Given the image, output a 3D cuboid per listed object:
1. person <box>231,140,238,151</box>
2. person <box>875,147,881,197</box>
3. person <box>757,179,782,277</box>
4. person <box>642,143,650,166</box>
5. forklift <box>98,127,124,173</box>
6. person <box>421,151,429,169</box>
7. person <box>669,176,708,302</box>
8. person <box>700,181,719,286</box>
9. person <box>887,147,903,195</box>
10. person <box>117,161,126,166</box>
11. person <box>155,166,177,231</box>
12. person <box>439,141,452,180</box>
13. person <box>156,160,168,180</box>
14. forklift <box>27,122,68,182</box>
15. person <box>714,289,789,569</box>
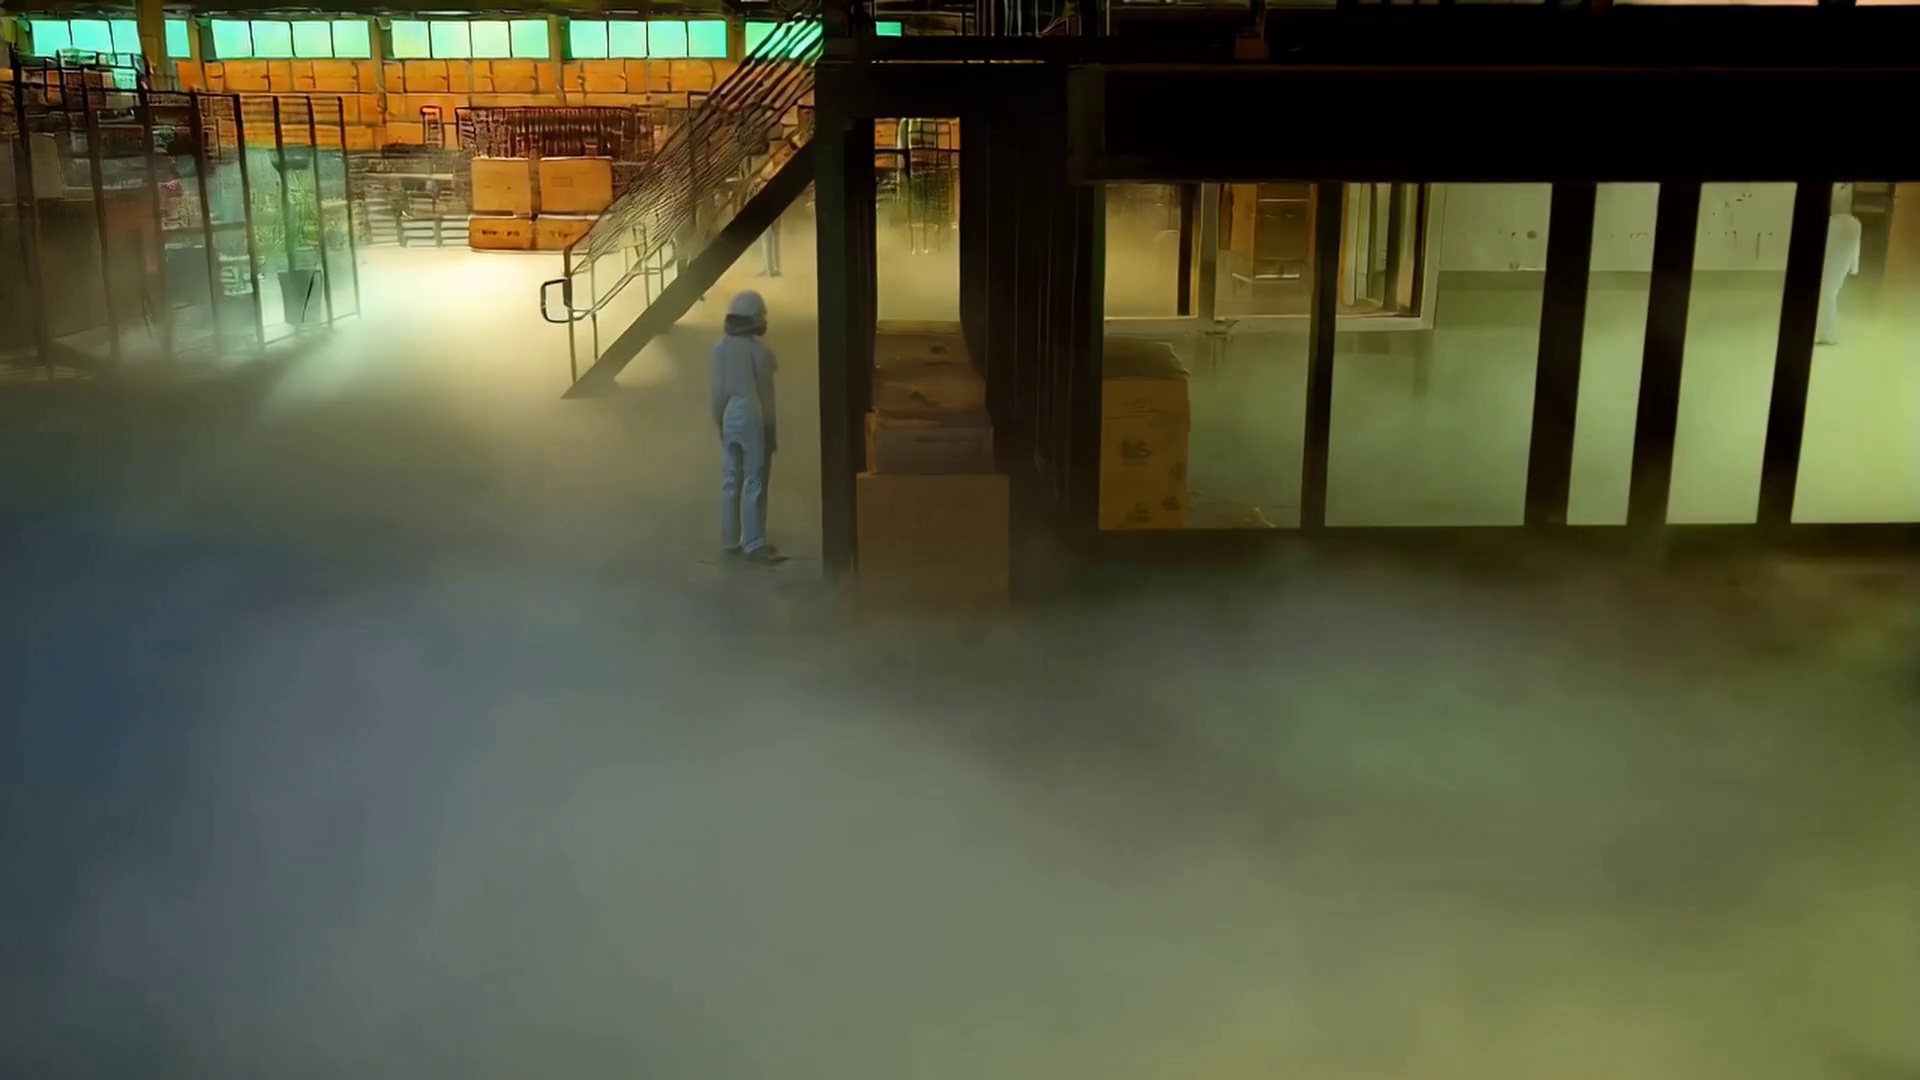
[{"bbox_3d":[-34.131,-17.821,78.354,0.378,1.996,0.610,-6,15,-23],"label":"person"},{"bbox_3d":[-3.272,-14.032,63.160,0.634,2.021,0.577,-10,17,-35],"label":"person"},{"bbox_3d":[-3.487,-5.696,30.358,0.526,1.768,0.331,9,16,31],"label":"person"},{"bbox_3d":[-16.031,-19.424,85.127,0.600,1.816,0.612,0,14,1],"label":"person"},{"bbox_3d":[-36.973,-16.934,73.017,1.873,2.768,1.129,8,16,30],"label":"forklift"},{"bbox_3d":[-21.839,-15.140,68.138,0.404,1.757,0.526,-2,14,-9],"label":"person"},{"bbox_3d":[-4.232,-4.703,25.985,0.603,1.966,0.368,-3,14,-13],"label":"person"},{"bbox_3d":[-4.303,-5.256,28.467,0.395,1.830,0.519,-10,17,-34],"label":"person"},{"bbox_3d":[-2.561,-14.599,65.784,0.662,1.859,1.004,-3,14,-11],"label":"person"},{"bbox_3d":[-31.976,-14.075,63.499,0.359,1.939,0.542,-9,16,-31],"label":"person"},{"bbox_3d":[-16.314,-6.675,33.989,0.578,1.897,0.638,1,14,2],"label":"person"},{"bbox_3d":[-25.050,-18.453,80.991,0.601,1.941,0.395,-9,17,-32],"label":"person"},{"bbox_3d":[-24.808,-10.971,51.704,0.281,1.636,0.500,2,14,8],"label":"person"},{"bbox_3d":[-35.376,-14.773,64.377,1.129,2.768,1.873,-1,14,-2],"label":"forklift"},{"bbox_3d":[-1.316,-0.693,10.410,0.492,1.742,0.316,12,18,39],"label":"person"}]
